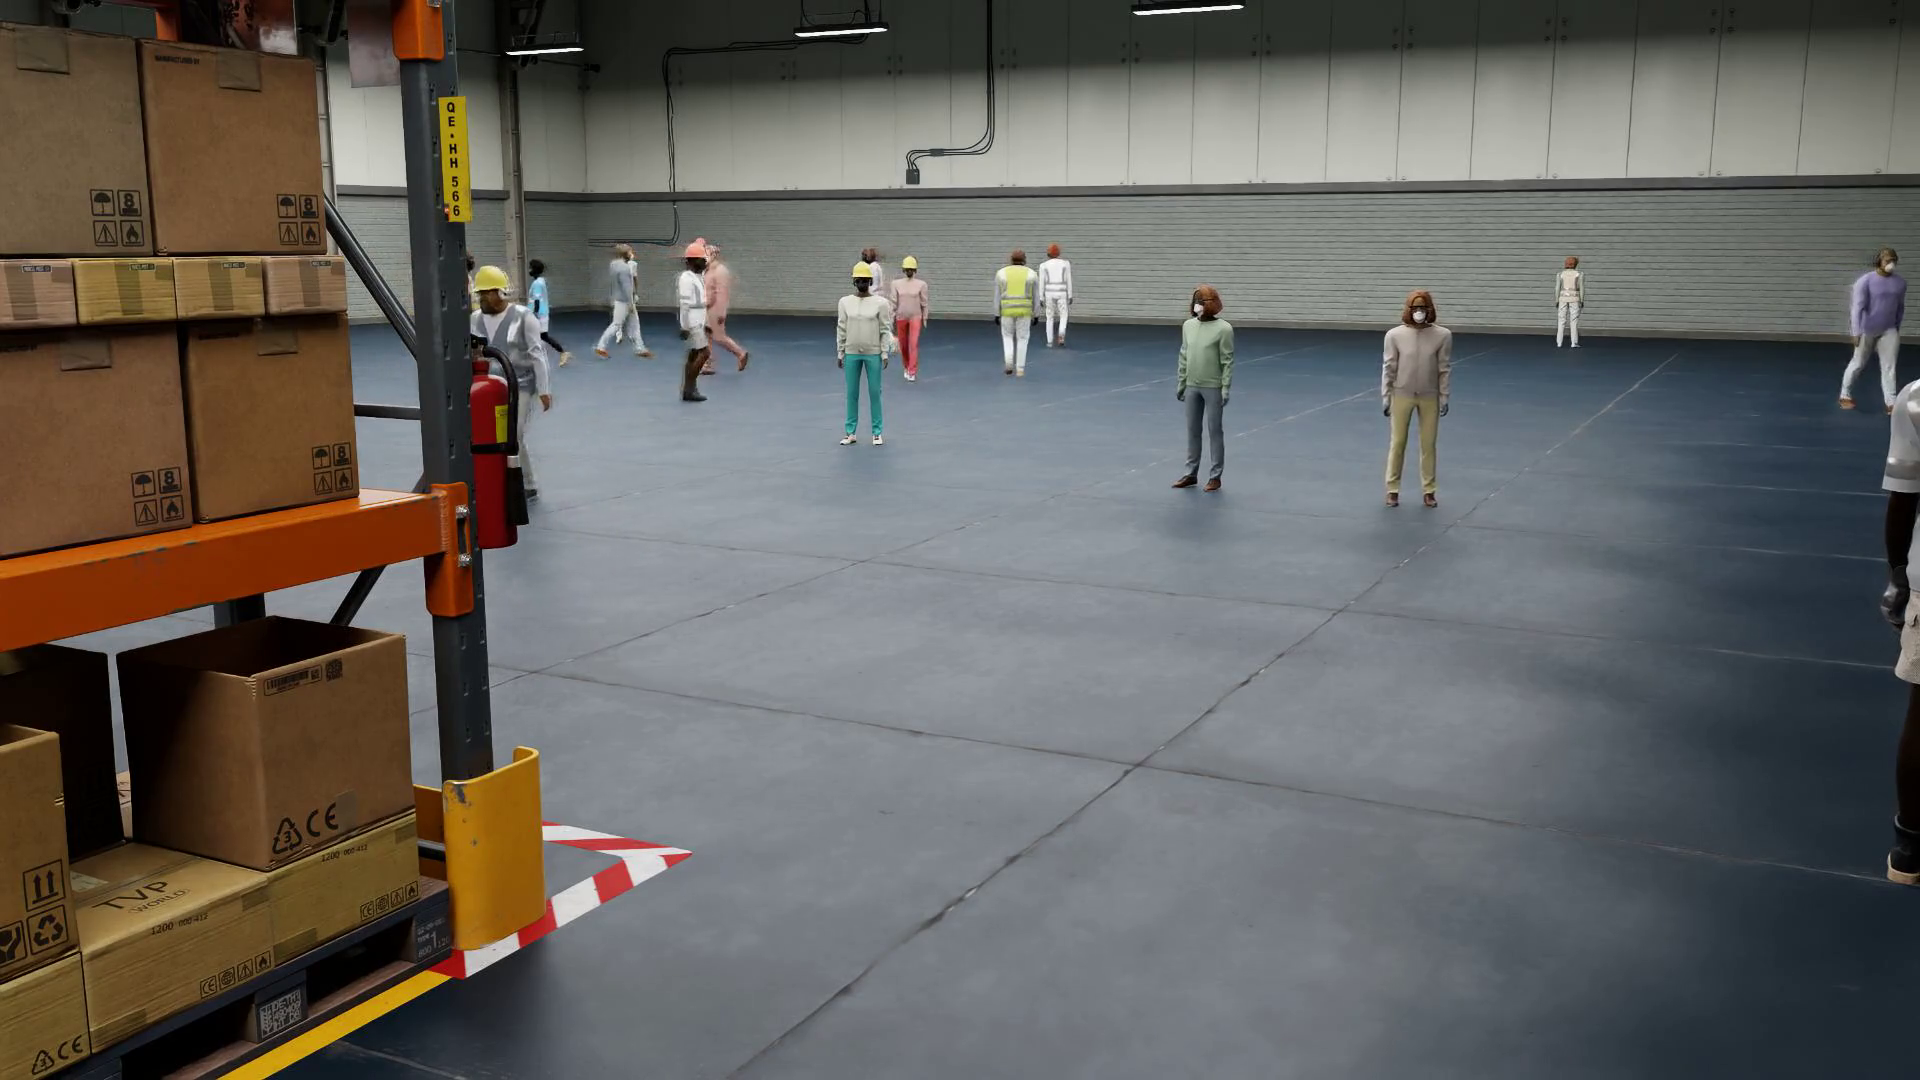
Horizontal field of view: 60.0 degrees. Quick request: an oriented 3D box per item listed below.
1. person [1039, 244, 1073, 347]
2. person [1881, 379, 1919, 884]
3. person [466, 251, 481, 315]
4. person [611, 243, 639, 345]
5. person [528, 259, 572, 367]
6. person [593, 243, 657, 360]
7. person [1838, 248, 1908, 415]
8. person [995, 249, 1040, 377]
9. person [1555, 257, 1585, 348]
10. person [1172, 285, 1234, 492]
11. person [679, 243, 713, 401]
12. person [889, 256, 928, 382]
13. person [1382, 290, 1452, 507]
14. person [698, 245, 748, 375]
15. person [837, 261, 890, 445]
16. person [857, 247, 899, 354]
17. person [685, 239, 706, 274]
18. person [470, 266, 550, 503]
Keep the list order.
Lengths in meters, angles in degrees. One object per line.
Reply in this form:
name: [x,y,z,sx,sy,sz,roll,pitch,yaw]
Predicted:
person: [1.724,-4.406,30.021,0.633,1.871,0.620,0,10,2]
person: [3.132,0.125,5.066,0.603,1.966,0.368,9,14,42]
person: [-7.056,-3.186,23.545,0.826,1.814,0.623,-1,10,-8]
person: [-6.229,-4.564,30.885,0.515,1.877,0.328,-2,11,-10]
person: [-6.362,-3.453,25.390,0.793,1.665,0.532,-2,11,-12]
person: [-5.541,-3.893,27.181,1.016,1.893,0.642,-3,11,-14]
person: [10.462,-2.388,19.010,0.653,1.890,1.033,-1,10,-3]
person: [0.828,-3.249,23.851,0.650,1.822,0.519,1,10,5]
person: [10.981,-4.276,29.958,0.514,1.639,0.311,7,12,33]
person: [1.939,-1.204,13.216,0.284,1.634,0.498,-10,14,-44]
person: [-3.211,-2.641,20.248,0.490,1.923,0.539,1,10,5]
person: [-0.707,-3.115,23.358,0.532,1.745,0.787,1,10,8]
person: [3.396,-1.048,12.398,0.503,1.623,0.298,2,11,10]
person: [-3.509,-3.330,24.147,0.729,1.884,0.650,-7,12,-33]
person: [-0.936,-1.797,16.083,0.526,1.772,0.307,2,11,8]
person: [-1.403,-3.971,27.803,0.743,1.827,0.638,1,10,3]
person: [-5.247,-5.068,33.455,0.656,1.939,0.828,-5,12,-27]
person: [-3.397,-1.112,12.289,0.604,1.788,0.852,4,11,22]
